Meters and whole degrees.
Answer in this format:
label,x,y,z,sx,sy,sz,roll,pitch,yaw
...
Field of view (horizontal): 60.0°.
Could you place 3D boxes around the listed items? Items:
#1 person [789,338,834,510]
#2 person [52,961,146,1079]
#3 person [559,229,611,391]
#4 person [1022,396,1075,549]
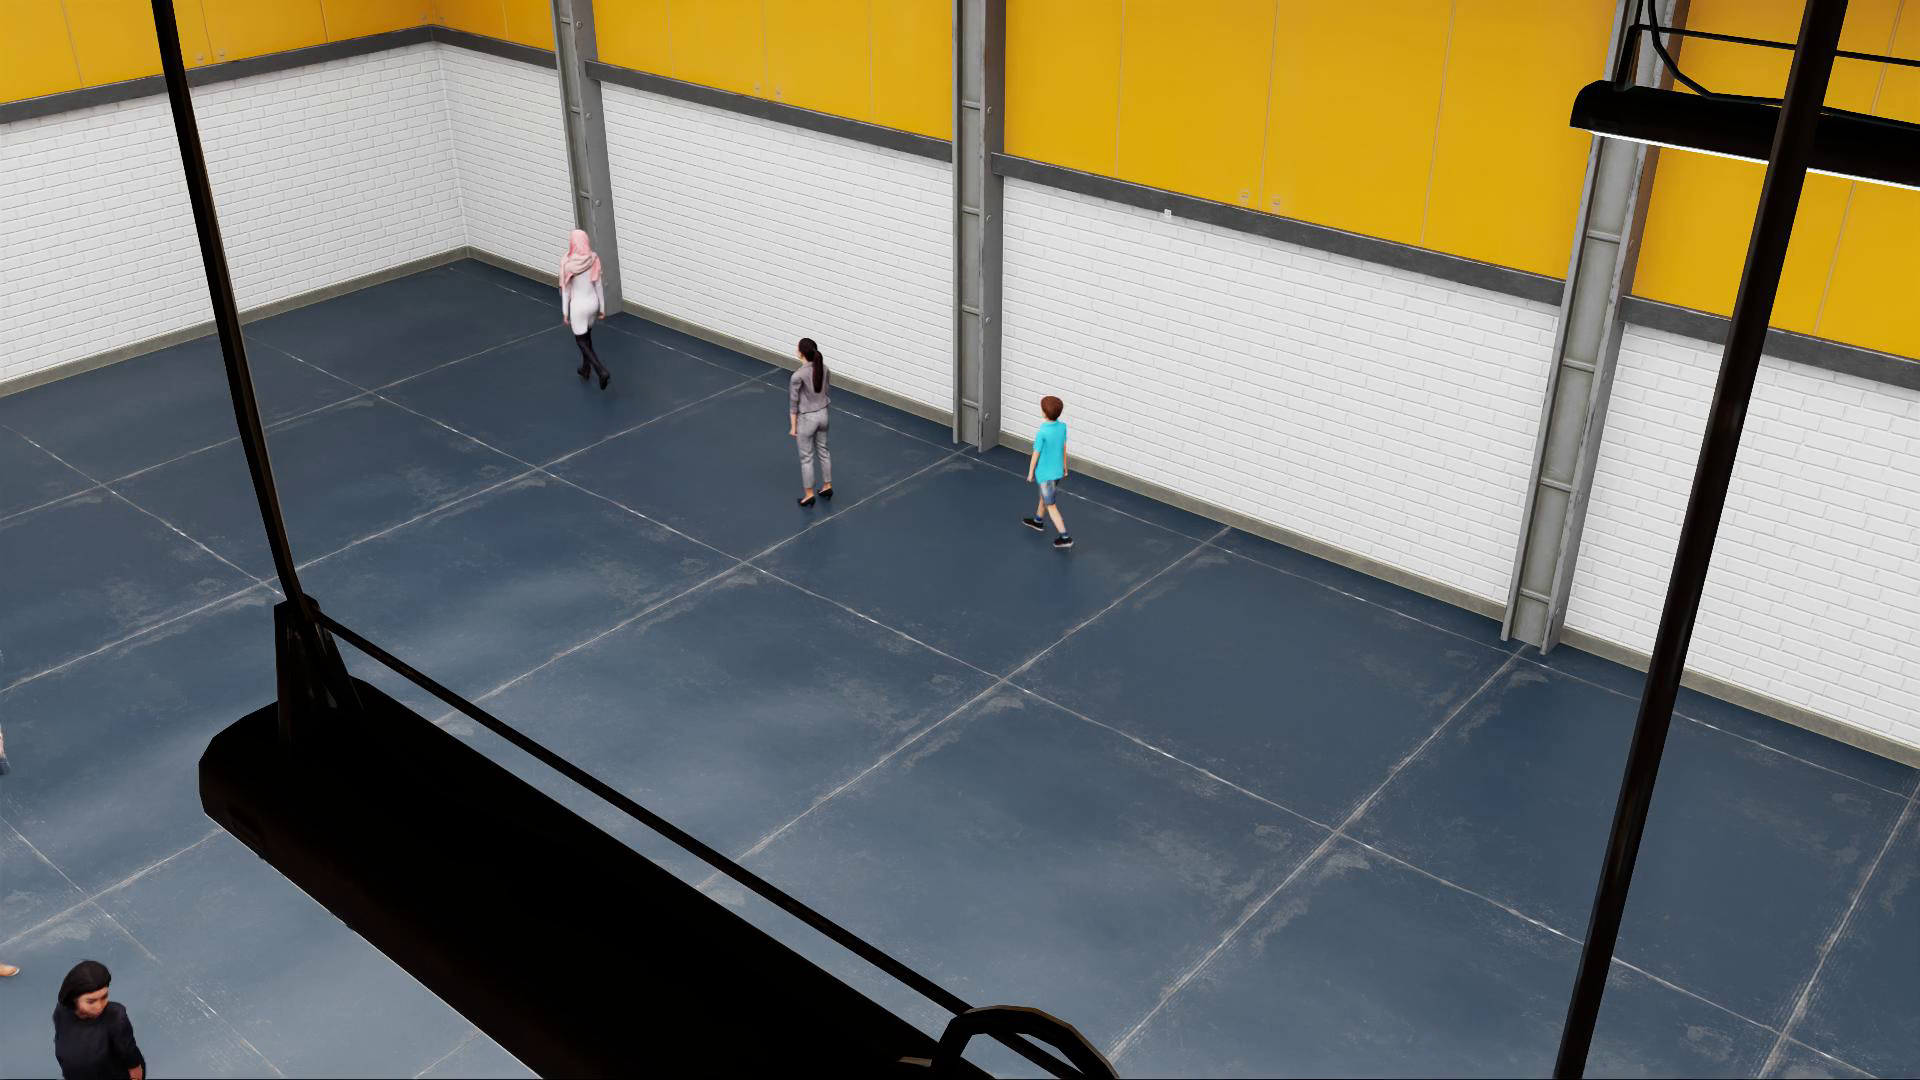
label,x,y,z,sx,sy,sz,roll,pitch,yaw
person,-1.399,-1.109,15.706,0.579,1.675,0.620,25,37,38
person,-4.411,2.790,8.561,0.802,1.673,0.921,7,29,12
person,-4.066,-2.478,18.107,0.797,1.779,1.147,-19,34,-31
person,0.854,-0.601,15.039,0.603,1.422,0.960,-24,37,-36
